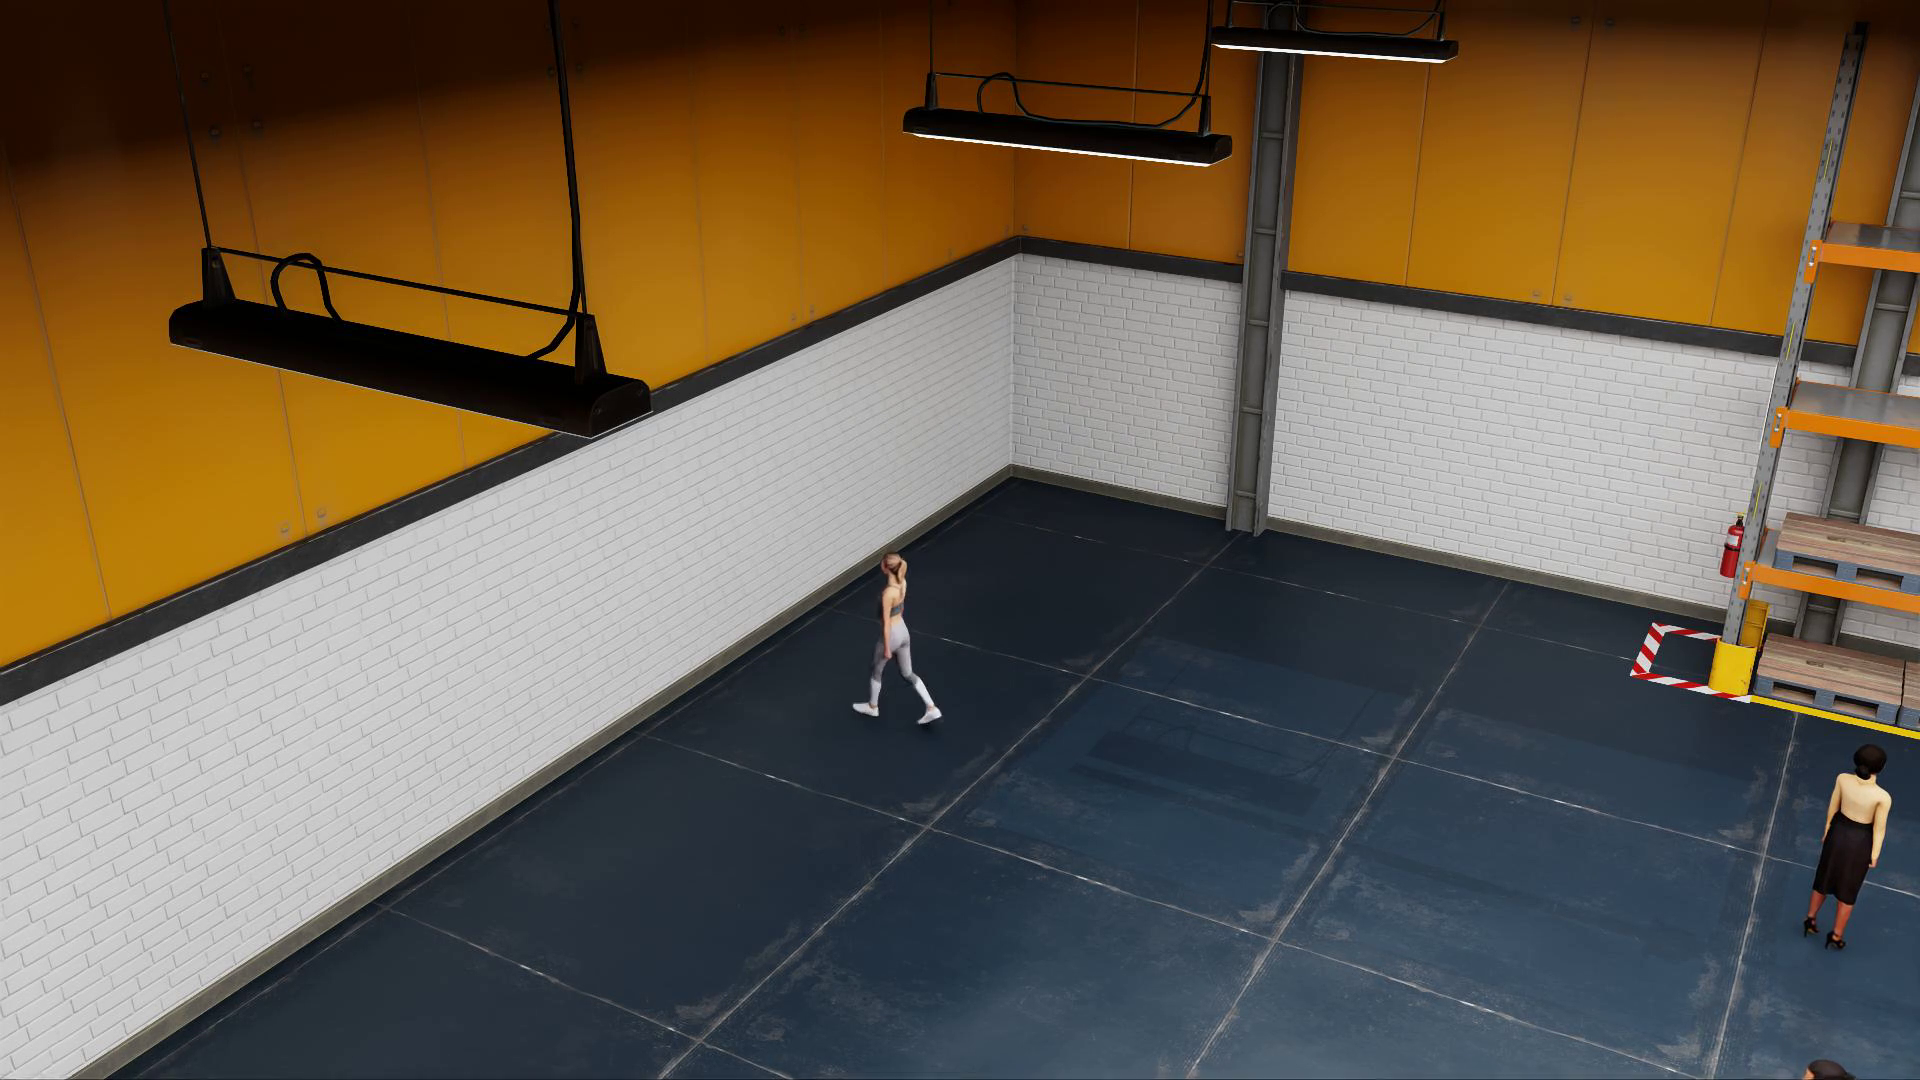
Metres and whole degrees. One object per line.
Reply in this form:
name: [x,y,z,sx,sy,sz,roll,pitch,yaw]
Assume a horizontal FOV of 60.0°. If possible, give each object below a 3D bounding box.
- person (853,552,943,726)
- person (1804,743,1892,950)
person: [-0.519,0.919,14.871,1.122,1.668,0.607,12,26,25]
person: [6.388,2.197,11.968,0.695,1.651,0.585,-17,29,-33]
